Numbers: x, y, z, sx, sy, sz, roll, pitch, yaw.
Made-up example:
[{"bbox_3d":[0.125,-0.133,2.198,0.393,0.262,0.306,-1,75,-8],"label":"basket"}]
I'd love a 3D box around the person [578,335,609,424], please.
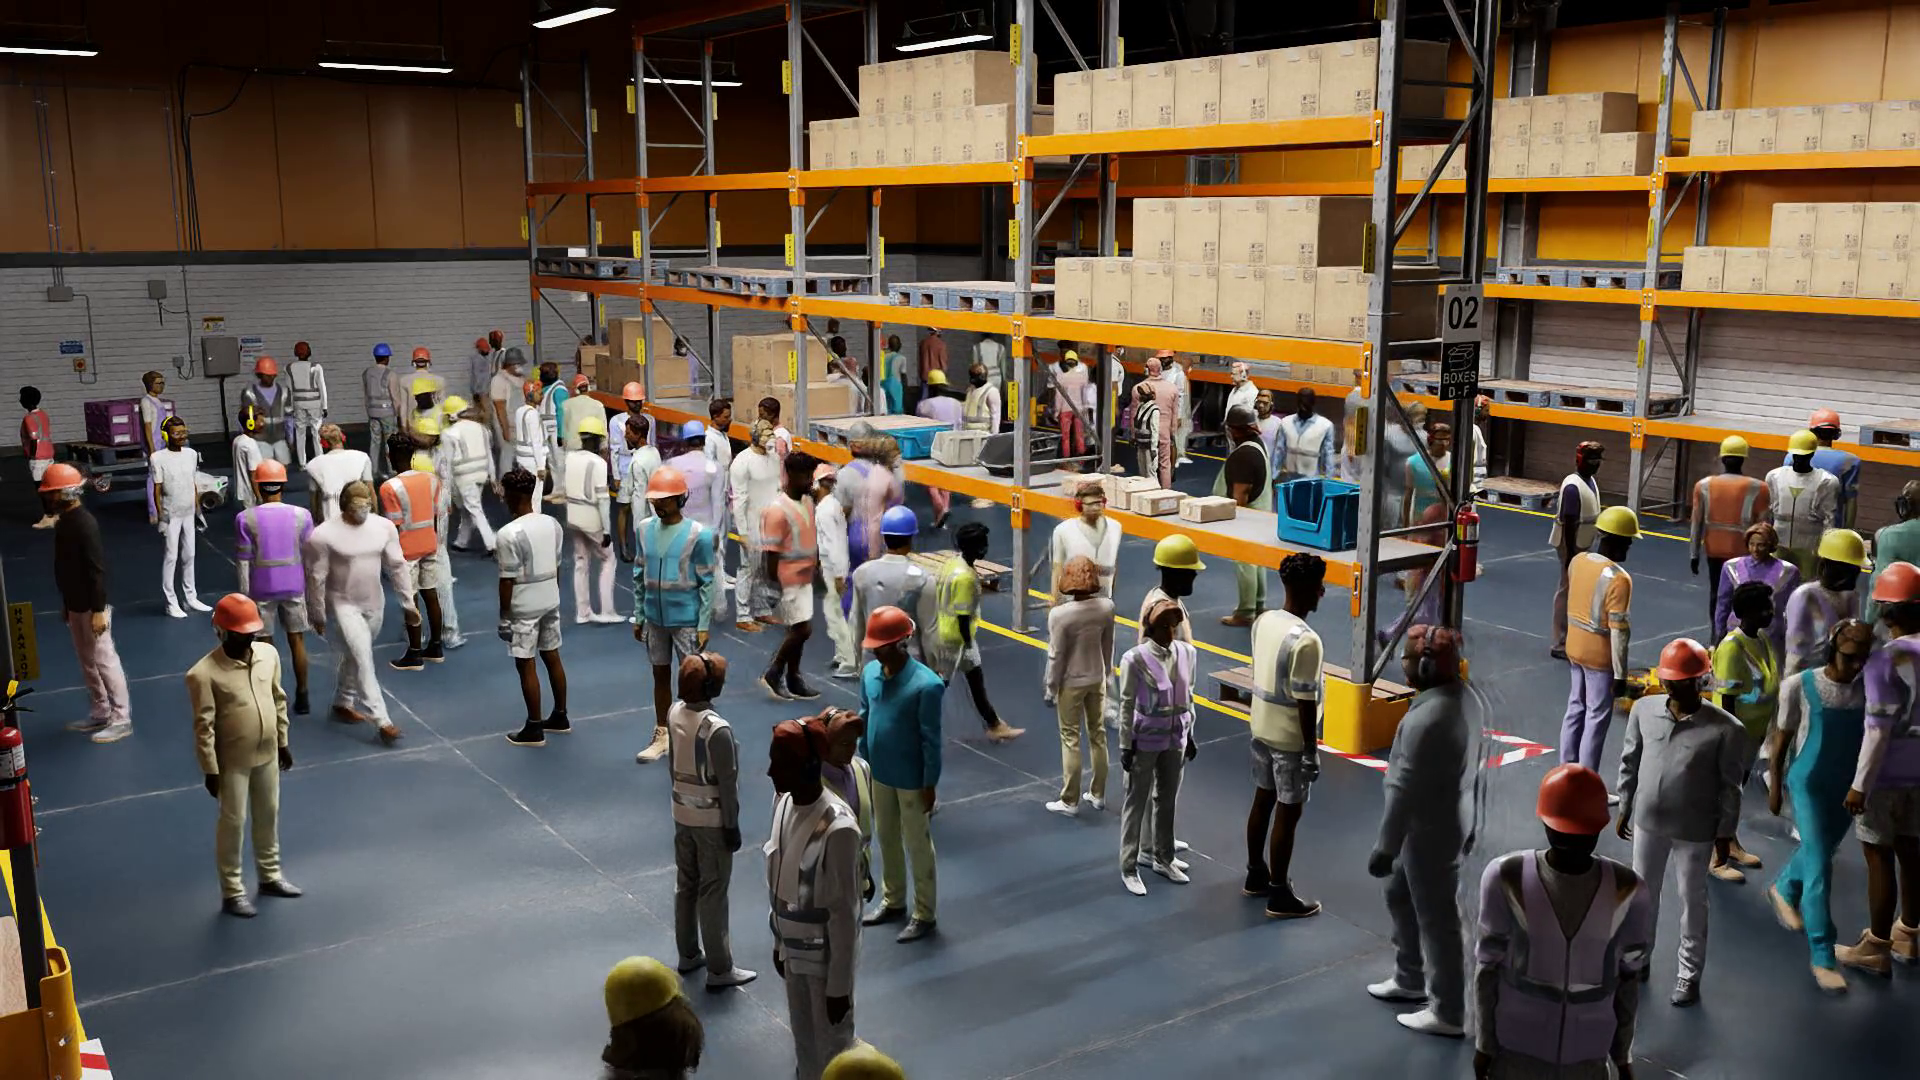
[{"bbox_3d":[-6.493,-2.814,29.364,0.543,1.605,0.532,3,11,13],"label":"person"}]

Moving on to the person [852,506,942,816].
[{"bbox_3d":[-0.382,0.753,10.274,0.616,1.938,0.417,7,13,34],"label":"person"}]

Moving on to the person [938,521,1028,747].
[{"bbox_3d":[0.036,0.668,11.441,0.873,1.633,0.585,1,11,4],"label":"person"}]

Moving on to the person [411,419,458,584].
[{"bbox_3d":[-5.339,-0.378,16.669,0.915,1.682,0.496,8,13,34],"label":"person"}]

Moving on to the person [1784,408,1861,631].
[{"bbox_3d":[7.507,-0.140,14.596,0.610,2.034,0.401,4,12,19],"label":"person"}]

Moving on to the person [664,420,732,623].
[{"bbox_3d":[-2.381,-0.114,14.824,0.604,1.898,0.931,2,11,10],"label":"person"}]

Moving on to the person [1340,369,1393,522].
[{"bbox_3d":[4.934,-1.239,20.191,0.686,2.000,0.835,-4,12,-20],"label":"person"}]

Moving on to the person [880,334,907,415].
[{"bbox_3d":[-1.092,-2.333,26.338,0.514,1.830,0.665,8,13,35],"label":"person"}]

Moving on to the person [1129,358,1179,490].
[{"bbox_3d":[2.450,-1.360,21.150,0.638,1.913,0.407,-3,11,-15],"label":"person"}]

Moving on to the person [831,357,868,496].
[{"bbox_3d":[-1.465,-1.448,21.736,0.644,1.867,0.898,4,12,21],"label":"person"}]

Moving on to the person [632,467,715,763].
[{"bbox_3d":[-1.939,0.518,11.195,0.608,2.044,0.370,4,12,21],"label":"person"}]

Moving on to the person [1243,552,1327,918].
[{"bbox_3d":[1.746,1.023,8.843,0.384,1.958,0.607,-3,12,-17],"label":"person"}]

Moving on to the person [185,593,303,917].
[{"bbox_3d":[-3.788,1.128,8.850,0.353,1.741,0.569,5,12,25],"label":"person"}]

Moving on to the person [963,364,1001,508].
[{"bbox_3d":[0.290,-1.318,21.195,0.530,1.835,0.677,-7,13,-31],"label":"person"}]

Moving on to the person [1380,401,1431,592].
[{"bbox_3d":[4.381,-0.473,16.659,0.661,1.890,0.821,-3,11,-15],"label":"person"}]

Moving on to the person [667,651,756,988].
[{"bbox_3d":[-1.228,1.341,8.017,0.309,1.641,0.514,-10,15,-41],"label":"person"}]

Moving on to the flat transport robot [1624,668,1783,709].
[{"bbox_3d":[5.746,1.163,12.444,1.431,0.197,0.652,5,12,22],"label":"flat transport robot"}]

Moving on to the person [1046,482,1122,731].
[{"bbox_3d":[0.906,0.437,12.265,0.567,1.799,0.980,-5,12,-22],"label":"person"}]

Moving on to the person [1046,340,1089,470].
[{"bbox_3d":[1.567,-2.001,24.433,0.602,1.911,0.985,4,12,19],"label":"person"}]

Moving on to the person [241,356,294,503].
[{"bbox_3d":[-8.455,-1.256,20.342,0.605,2.020,0.613,-8,14,-37],"label":"person"}]

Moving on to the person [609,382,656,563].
[{"bbox_3d":[-3.478,-0.731,17.852,0.542,1.939,0.361,-8,14,-37],"label":"person"}]

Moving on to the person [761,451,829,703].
[{"bbox_3d":[-1.237,0.287,12.633,0.408,1.944,0.611,3,12,17],"label":"person"}]

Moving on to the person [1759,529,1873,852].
[{"bbox_3d":[5.030,0.856,9.812,0.598,1.912,0.545,-5,12,-26],"label":"person"}]

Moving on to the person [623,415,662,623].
[{"bbox_3d":[-2.855,-0.194,15.199,0.391,1.911,0.582,1,11,3],"label":"person"}]

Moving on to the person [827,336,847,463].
[{"bbox_3d":[-1.839,-2.072,24.767,0.391,1.920,0.587,0,11,-1],"label":"person"}]

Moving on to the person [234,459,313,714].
[{"bbox_3d":[-5.050,0.361,12.311,0.549,1.925,0.384,-7,13,-33],"label":"person"}]

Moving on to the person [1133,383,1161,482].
[{"bbox_3d":[2.339,-1.147,20.781,0.313,1.634,0.514,-4,12,-20],"label":"person"}]

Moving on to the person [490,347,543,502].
[{"bbox_3d":[-5.770,-1.523,21.646,0.547,2.000,0.701,6,12,27],"label":"person"}]

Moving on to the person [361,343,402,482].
[{"bbox_3d":[-8.020,-1.764,23.156,0.610,1.938,0.419,5,12,25],"label":"person"}]

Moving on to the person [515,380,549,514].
[{"bbox_3d":[-4.769,-0.849,18.595,0.355,1.886,0.572,-6,13,-29],"label":"person"}]

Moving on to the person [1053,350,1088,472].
[{"bbox_3d":[1.599,-1.855,24.053,0.534,1.766,0.313,-4,12,-21],"label":"person"}]

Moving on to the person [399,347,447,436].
[{"bbox_3d":[-7.028,-1.533,21.849,0.618,1.986,0.408,-3,12,-17],"label":"person"}]

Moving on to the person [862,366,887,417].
[{"bbox_3d":[-1.078,-1.291,20.969,0.351,1.843,0.506,-3,11,-14],"label":"person"}]

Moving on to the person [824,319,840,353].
[{"bbox_3d":[-2.476,-3.222,30.961,0.550,1.803,0.653,-1,11,-3],"label":"person"}]

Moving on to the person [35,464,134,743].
[{"bbox_3d":[-6.194,0.447,11.759,0.452,1.975,0.652,-10,15,-41],"label":"person"}]

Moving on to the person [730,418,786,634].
[{"bbox_3d":[-1.788,-0.128,14.811,0.359,1.931,0.634,7,13,31],"label":"person"}]

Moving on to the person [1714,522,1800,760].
[{"bbox_3d":[5.458,0.682,11.416,0.524,1.632,0.314,7,13,33],"label":"person"}]

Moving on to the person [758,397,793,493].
[{"bbox_3d":[-1.822,-0.482,16.670,0.396,1.908,0.599,-3,11,-15],"label":"person"}]

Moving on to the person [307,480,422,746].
[{"bbox_3d":[-4.266,0.488,11.818,1.066,1.879,0.647,9,14,40],"label":"person"}]

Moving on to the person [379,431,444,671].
[{"bbox_3d":[-4.491,0.087,13.596,0.374,1.966,0.608,5,12,24],"label":"person"}]

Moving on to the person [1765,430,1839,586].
[{"bbox_3d":[7.065,0.020,14.067,0.586,1.920,0.398,10,15,42],"label":"person"}]

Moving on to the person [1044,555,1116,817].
[{"bbox_3d":[0.740,0.898,10.301,0.500,1.633,0.284,-8,13,-34],"label":"person"}]

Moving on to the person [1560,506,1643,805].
[{"bbox_3d":[4.030,0.728,10.468,0.396,1.913,0.591,-2,11,-11],"label":"person"}]

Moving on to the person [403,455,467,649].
[{"bbox_3d":[-4.550,0.104,14.209,0.502,1.680,0.909,-11,15,-43],"label":"person"}]
